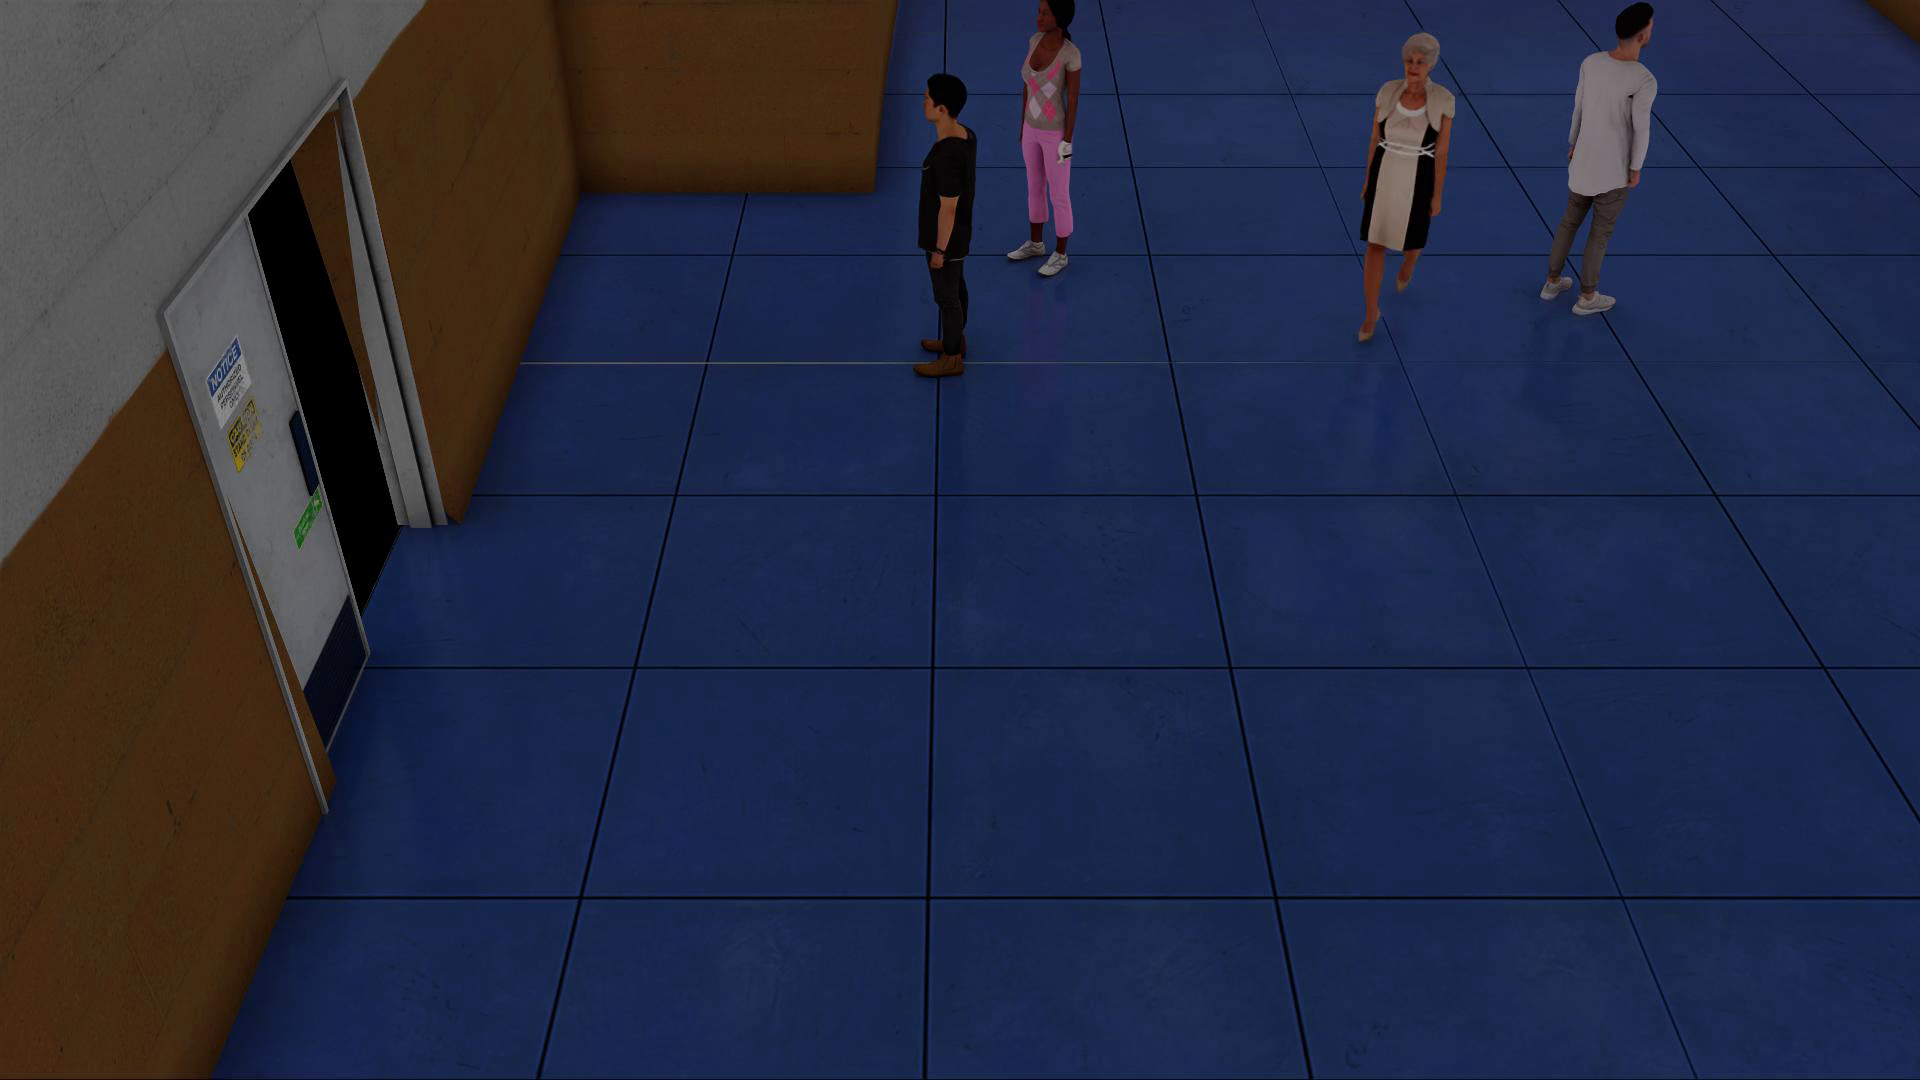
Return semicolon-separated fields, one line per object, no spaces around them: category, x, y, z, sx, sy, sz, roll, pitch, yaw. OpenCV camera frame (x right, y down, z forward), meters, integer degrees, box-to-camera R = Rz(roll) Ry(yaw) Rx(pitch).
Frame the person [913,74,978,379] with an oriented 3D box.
person;-0.064;-1.703;9.049;0.597;1.717;0.649;5;37;7

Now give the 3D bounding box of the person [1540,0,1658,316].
person;3.716;-2.198;9.605;0.761;1.841;0.754;-21;42;-26

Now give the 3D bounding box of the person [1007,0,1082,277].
person;0.536;-2.450;10.025;0.698;1.741;0.654;-27;44;-31

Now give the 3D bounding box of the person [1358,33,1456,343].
person;2.548;-2.023;9.468;1.080;1.726;0.996;17;40;22
